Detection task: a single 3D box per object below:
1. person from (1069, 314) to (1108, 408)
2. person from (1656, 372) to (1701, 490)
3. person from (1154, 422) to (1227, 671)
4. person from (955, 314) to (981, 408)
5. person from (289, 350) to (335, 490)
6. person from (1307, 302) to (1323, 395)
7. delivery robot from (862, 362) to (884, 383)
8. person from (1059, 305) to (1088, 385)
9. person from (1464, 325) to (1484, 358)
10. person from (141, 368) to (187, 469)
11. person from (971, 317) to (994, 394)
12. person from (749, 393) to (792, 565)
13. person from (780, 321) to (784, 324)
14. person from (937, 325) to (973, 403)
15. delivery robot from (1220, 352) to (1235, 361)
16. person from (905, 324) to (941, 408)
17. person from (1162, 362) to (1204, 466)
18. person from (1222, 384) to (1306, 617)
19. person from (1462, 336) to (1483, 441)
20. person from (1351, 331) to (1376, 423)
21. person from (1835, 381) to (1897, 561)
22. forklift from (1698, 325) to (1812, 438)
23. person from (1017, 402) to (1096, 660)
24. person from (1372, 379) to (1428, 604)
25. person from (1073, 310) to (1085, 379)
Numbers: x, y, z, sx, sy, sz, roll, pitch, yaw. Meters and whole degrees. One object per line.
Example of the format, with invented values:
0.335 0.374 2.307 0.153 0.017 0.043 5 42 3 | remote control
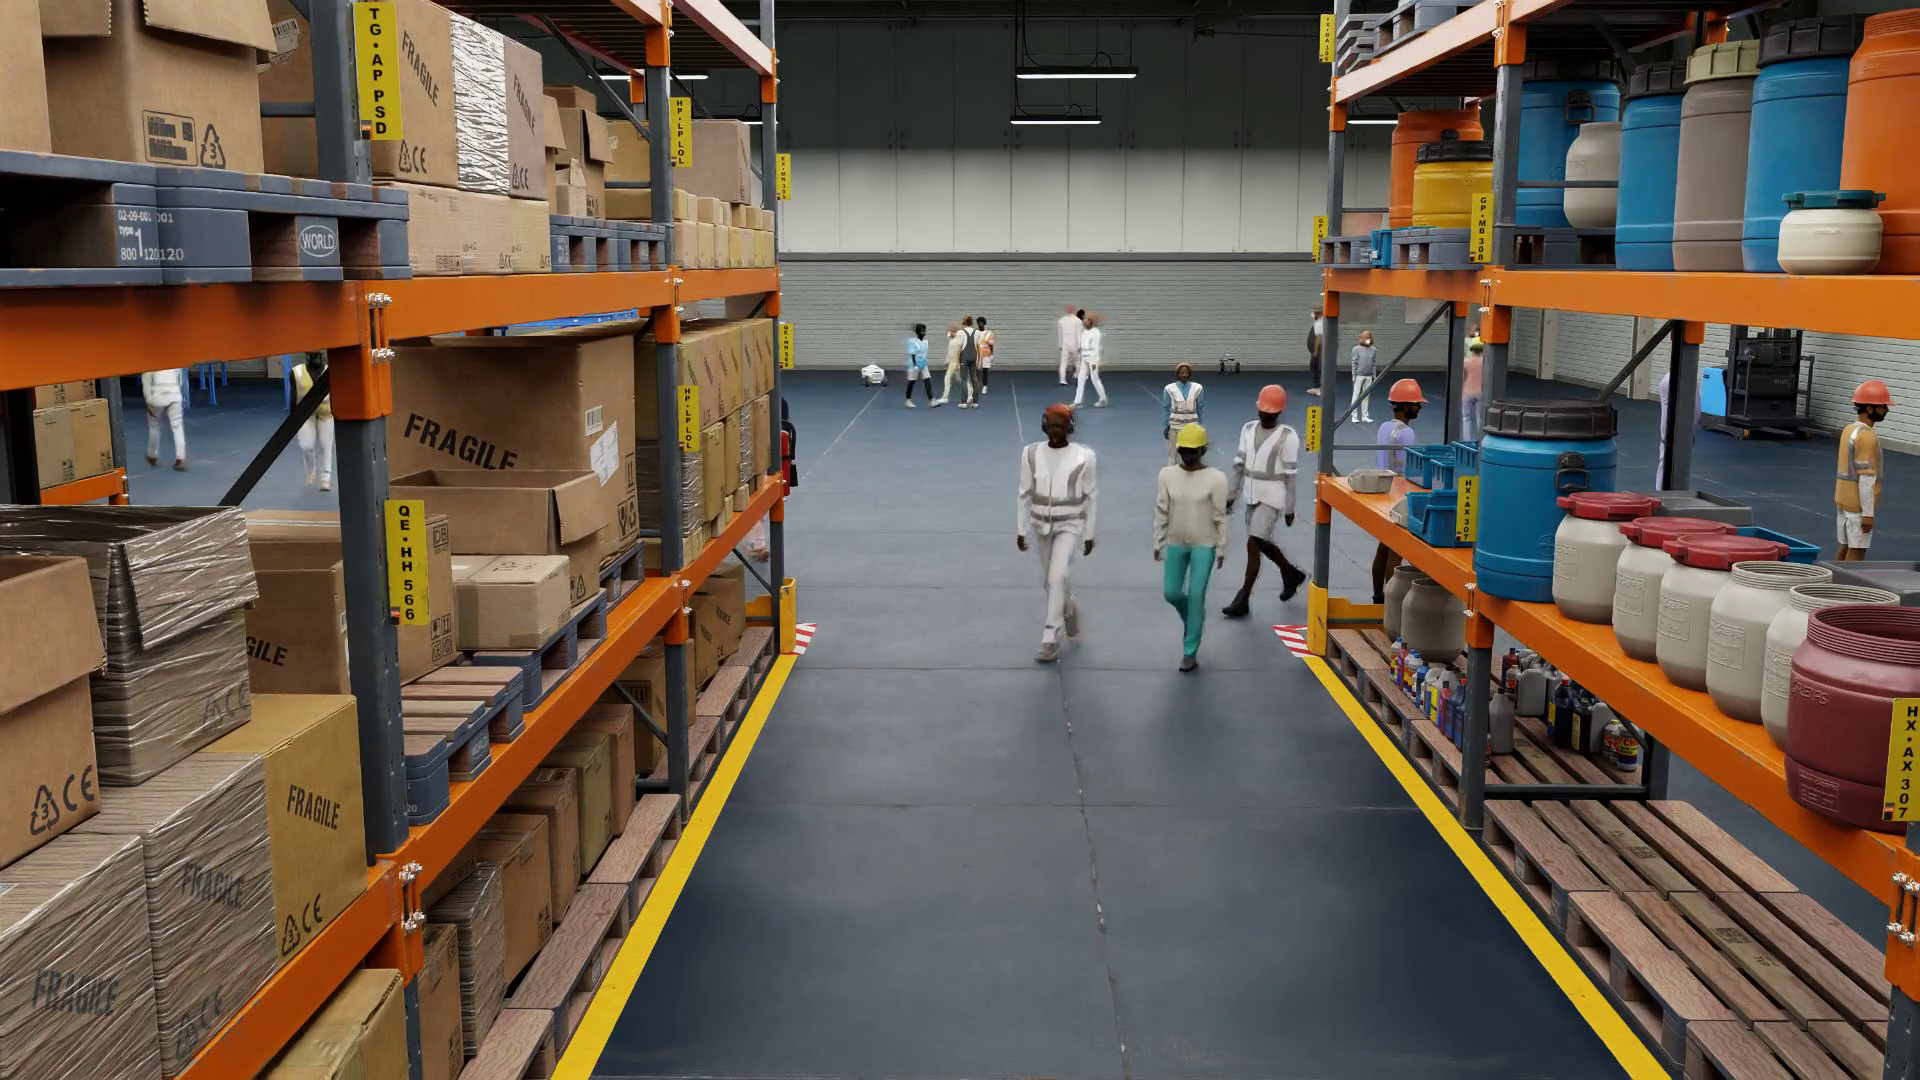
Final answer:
2.583 -3.525 32.825 0.861 1.867 0.590 -6 11 -30 | person
8.142 -1.226 18.791 0.642 1.909 0.399 -9 13 -42 | person
1.653 0.022 11.800 0.530 1.747 0.559 5 11 28 | person
0.162 -3.512 32.669 0.517 1.843 0.325 -4 10 -21 | person
-8.059 -1.537 20.859 0.638 1.831 0.452 -4 10 -21 | person
7.724 -4.101 35.738 0.645 2.000 0.699 1 10 6 | person
-2.021 -3.878 38.563 0.477 0.478 0.707 -4 10 -21 | delivery robot
2.618 -4.554 38.877 0.663 1.852 1.038 6 11 33 | person
10.456 -3.570 33.775 0.515 1.582 0.847 -1 10 -9 | person
-11.064 -1.929 23.101 0.585 1.873 1.087 -9 13 -43 | person
0.471 -3.983 35.983 0.550 1.677 0.577 1 10 5 | person
-1.891 -0.753 15.827 0.646 1.938 1.037 -4 10 -22 | person
-4.156 -4.240 36.824 0.593 1.910 0.506 -1 10 -5 | person
-0.069 -3.592 33.884 0.803 1.594 0.517 0 9 -2 | person
6.936 -4.754 43.036 0.335 0.223 0.698 4 10 23 | delivery robot
-0.769 -3.391 32.495 0.538 1.645 0.884 -9 13 -43 | person
2.748 -1.376 20.515 0.519 1.633 0.311 -1 10 -4 | person
2.540 -0.346 13.585 0.896 1.888 0.617 -7 11 -34 | person
7.713 -2.171 24.923 0.534 1.755 0.512 1 10 7 | person
7.226 -2.920 29.750 0.497 1.634 0.279 -3 10 -19 | person
7.051 -0.276 13.008 0.356 1.936 0.551 2 10 13 | person
13.248 -3.165 27.620 1.129 2.768 1.873 0 9 1 | forklift
0.734 -0.099 12.236 0.579 1.855 0.858 4 10 24 | person
3.482 -0.308 13.195 0.375 1.939 0.546 -1 10 -7 | person
2.942 -4.836 41.063 0.322 1.689 0.530 3 10 16 | person
